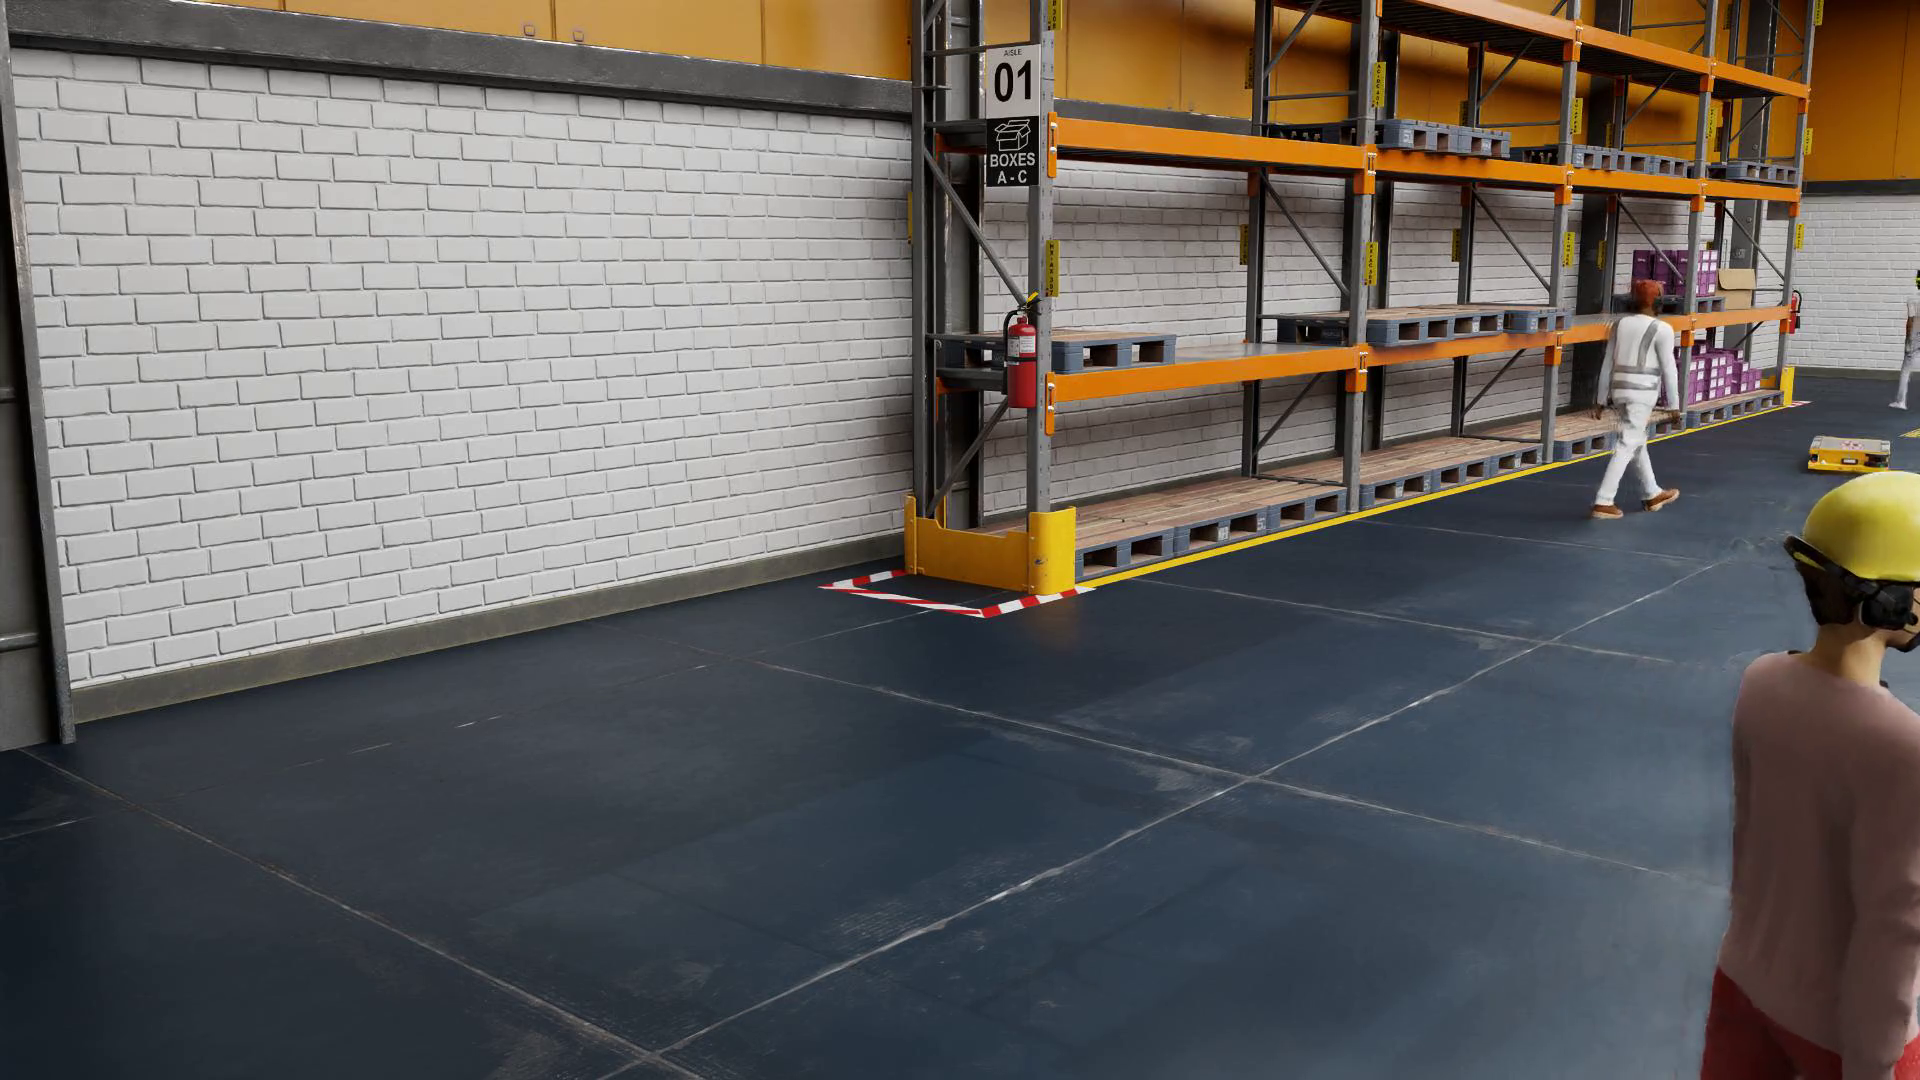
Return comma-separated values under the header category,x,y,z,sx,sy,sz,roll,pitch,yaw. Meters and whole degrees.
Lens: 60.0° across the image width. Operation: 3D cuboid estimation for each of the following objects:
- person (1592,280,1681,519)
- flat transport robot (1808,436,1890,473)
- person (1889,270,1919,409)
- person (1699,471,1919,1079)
category,x,y,z,sx,sy,sz,roll,pitch,yaw
person,5.261,-1.086,12.869,0.984,1.834,0.606,-4,11,-22
flat transport robot,8.430,-0.815,15.756,0.652,0.197,1.431,5,11,28
person,12.296,-2.549,21.205,0.521,1.835,0.882,0,10,1
person,1.349,0.741,2.741,0.843,1.737,0.529,-1,10,-3
